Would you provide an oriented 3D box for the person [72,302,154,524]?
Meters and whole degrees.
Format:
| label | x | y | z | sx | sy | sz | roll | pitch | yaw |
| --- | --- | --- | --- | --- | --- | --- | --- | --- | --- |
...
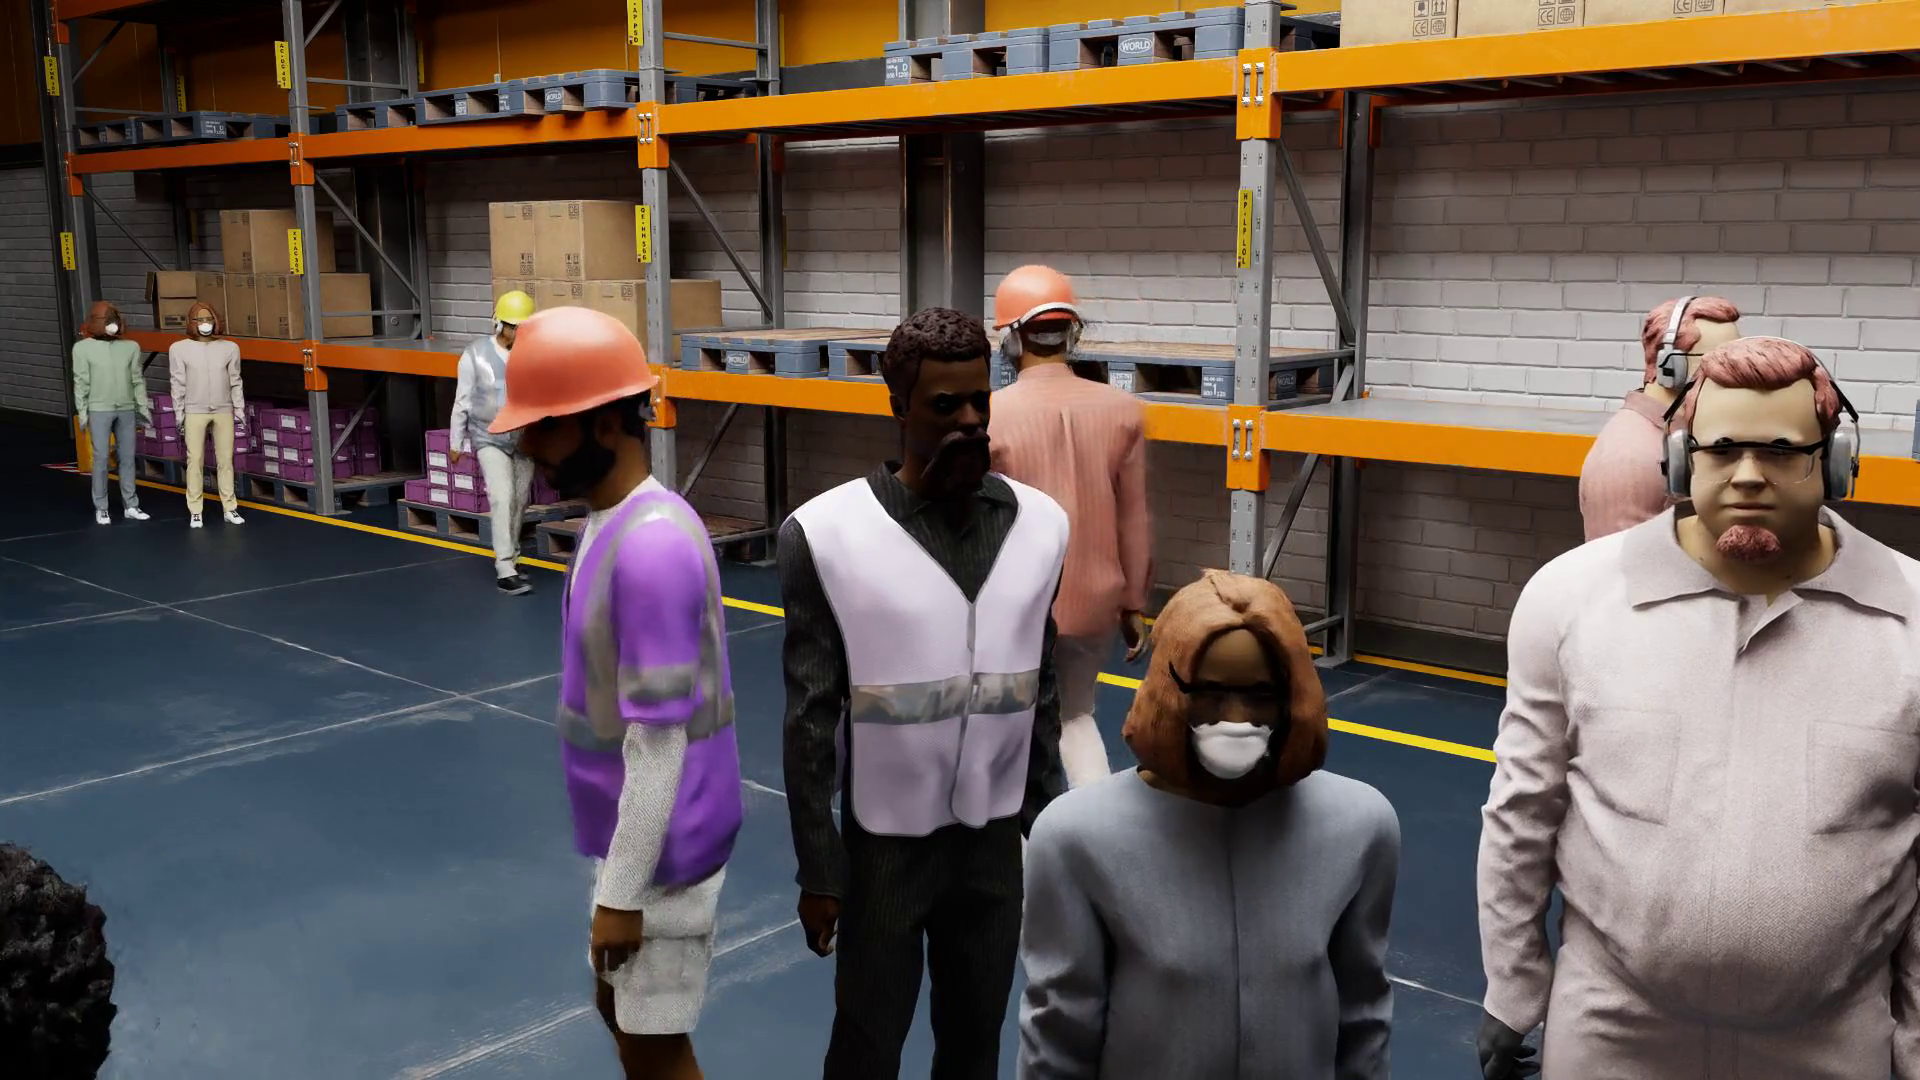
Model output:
| label | x | y | z | sx | sy | sz | roll | pitch | yaw |
| --- | --- | --- | --- | --- | --- | --- | --- | --- | --- |
| person | -6.246 | -0.930 | 12.280 | 0.330 | 1.626 | 0.510 | 8 | 13 | 37 |

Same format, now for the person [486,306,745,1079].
| label | x | y | z | sx | sy | sz | roll | pitch | yaw |
| --- | --- | --- | --- | --- | --- | --- | --- | --- | --- |
| person | -0.613 | 0.535 | 3.085 | 0.451 | 1.916 | 0.581 | -3 | 10 | -18 |

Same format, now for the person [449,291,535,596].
| label | x | y | z | sx | sy | sz | roll | pitch | yaw |
| --- | --- | --- | --- | --- | --- | --- | --- | --- | --- |
| person | -2.668 | -0.580 | 9.882 | 0.626 | 1.774 | 0.689 | -8 | 13 | -38 |

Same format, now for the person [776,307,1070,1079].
| label | x | y | z | sx | sy | sz | roll | pitch | yaw |
| --- | --- | --- | --- | --- | --- | --- | --- | --- | --- |
| person | -0.051 | 0.536 | 3.076 | 0.591 | 1.920 | 0.392 | -6 | 12 | -32 |

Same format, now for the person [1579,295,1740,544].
| label | x | y | z | sx | sy | sz | roll | pitch | yaw |
| --- | --- | --- | --- | --- | --- | --- | --- | --- | --- |
| person | 1.774 | 0.346 | 4.194 | 0.399 | 1.907 | 0.644 | 7 | 12 | 36 |

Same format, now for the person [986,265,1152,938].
| label | x | y | z | sx | sy | sz | roll | pitch | yaw |
| --- | --- | --- | --- | --- | --- | --- | --- | --- | --- |
| person | 0.246 | 0.187 | 4.892 | 0.637 | 1.971 | 0.450 | -4 | 11 | -21 |

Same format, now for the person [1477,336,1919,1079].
| label | x | y | z | sx | sy | sz | roll | pitch | yaw |
| --- | --- | --- | --- | --- | --- | --- | --- | --- | --- |
| person | 1.057 | 0.672 | 2.336 | 0.655 | 1.906 | 0.407 | 4 | 11 | 21 |

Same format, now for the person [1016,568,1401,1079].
| label | x | y | z | sx | sy | sz | roll | pitch | yaw |
| --- | --- | --- | --- | --- | --- | --- | --- | --- | --- |
| person | 0.323 | 0.840 | 2.155 | 0.507 | 1.632 | 0.275 | -2 | 10 | -10 |

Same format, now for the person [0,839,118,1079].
| label | x | y | z | sx | sy | sz | roll | pitch | yaw |
| --- | --- | --- | --- | --- | --- | --- | --- | --- | --- |
| person | -0.671 | 0.998 | 1.199 | 0.885 | 1.641 | 0.548 | 6 | 12 | 31 |

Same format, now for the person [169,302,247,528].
| label | x | y | z | sx | sy | sz | roll | pitch | yaw |
| --- | --- | --- | --- | --- | --- | --- | --- | --- | --- |
| person | -5.466 | -0.910 | 12.120 | 0.499 | 1.634 | 0.280 | -8 | 13 | -37 |
